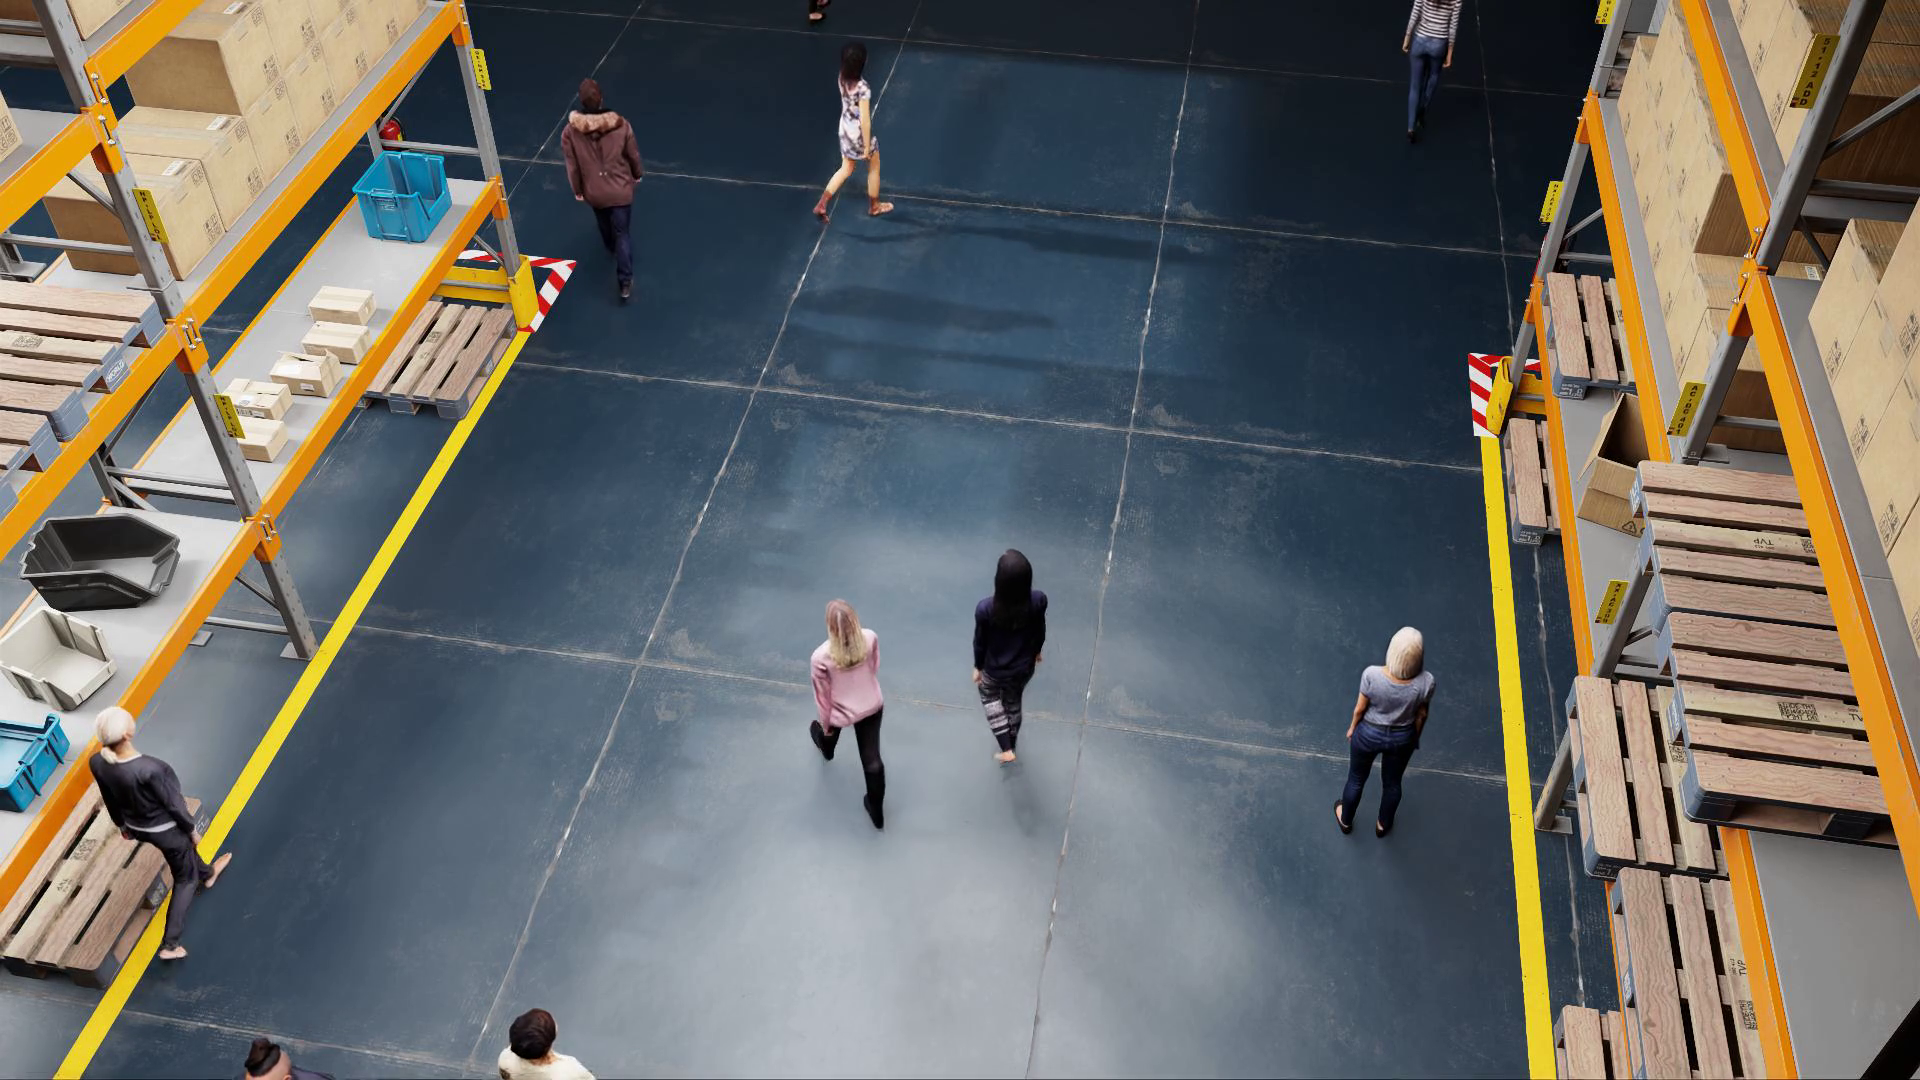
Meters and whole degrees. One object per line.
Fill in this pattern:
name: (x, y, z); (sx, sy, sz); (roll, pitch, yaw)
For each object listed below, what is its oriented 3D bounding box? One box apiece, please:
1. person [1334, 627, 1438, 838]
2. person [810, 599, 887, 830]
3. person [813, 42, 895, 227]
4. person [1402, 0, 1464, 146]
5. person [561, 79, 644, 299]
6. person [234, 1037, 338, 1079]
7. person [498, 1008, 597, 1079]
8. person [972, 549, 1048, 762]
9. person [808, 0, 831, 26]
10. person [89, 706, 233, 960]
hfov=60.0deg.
person: (2.458, 1.119, 9.606); (0.567, 1.720, 0.495); (6, 44, 7)
person: (-0.601, 1.044, 9.743); (0.982, 1.639, 1.167); (-16, 46, -16)
person: (-0.974, -3.487, 14.447); (1.104, 1.711, 0.985); (-31, 52, -28)
person: (4.343, -4.500, 15.465); (0.652, 1.775, 0.743); (10, 45, 11)
person: (-2.905, -2.856, 13.723); (1.000, 1.797, 1.303); (-5, 44, -6)
person: (-2.977, 2.779, 7.780); (0.824, 1.836, 1.064); (12, 45, 12)
person: (-1.945, 2.798, 7.948); (0.642, 1.577, 0.635); (16, 46, 16)
person: (0.302, 0.772, 9.968); (0.738, 1.723, 0.784); (-11, 45, -11)
person: (-1.555, -6.191, 17.290); (0.752, 1.705, 0.849); (29, 51, 27)
person: (-4.435, 1.610, 9.109); (0.662, 1.695, 1.050); (10, 45, 10)
